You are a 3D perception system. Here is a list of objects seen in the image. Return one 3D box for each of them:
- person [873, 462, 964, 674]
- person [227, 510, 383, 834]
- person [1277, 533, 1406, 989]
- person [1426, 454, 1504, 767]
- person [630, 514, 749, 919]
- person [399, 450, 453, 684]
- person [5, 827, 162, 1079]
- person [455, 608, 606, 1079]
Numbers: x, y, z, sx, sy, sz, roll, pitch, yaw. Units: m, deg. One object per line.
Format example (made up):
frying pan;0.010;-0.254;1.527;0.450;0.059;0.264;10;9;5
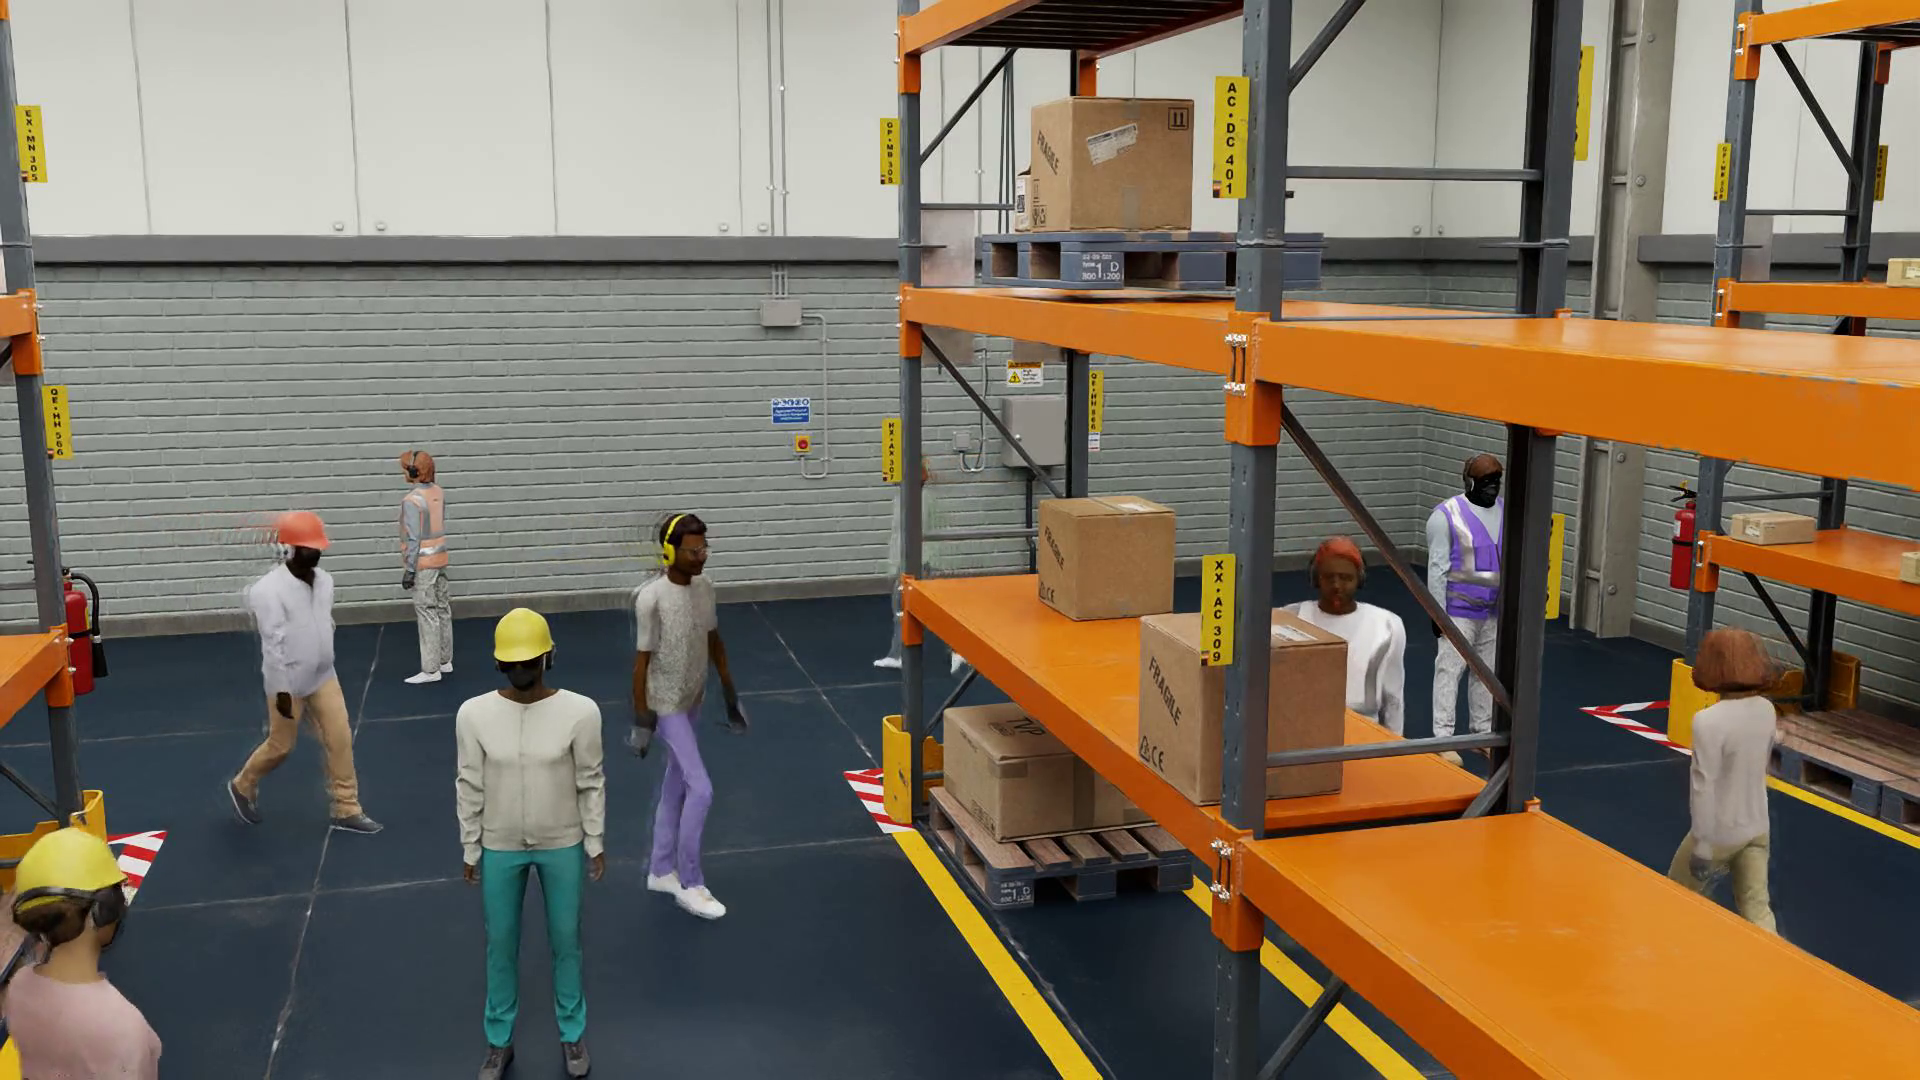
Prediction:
person;-0.285;0.172;11.848;0.736;1.604;0.499;4;11;20
person;-3.454;0.680;8.616;0.810;1.716;0.549;4;11;24
person;1.559;0.899;6.976;0.598;1.895;0.494;2;10;11
person;3.042;0.410;9.804;0.626;1.844;0.429;-4;11;-20
person;-1.209;0.791;7.644;0.692;1.846;0.541;4;11;22
person;-3.744;0.187;11.646;0.309;1.641;0.513;1;10;6
person;-1.961;1.523;3.771;0.559;1.734;0.423;6;12;31
person;-1.549;1.108;6.036;0.525;1.769;0.327;-2;10;-9
